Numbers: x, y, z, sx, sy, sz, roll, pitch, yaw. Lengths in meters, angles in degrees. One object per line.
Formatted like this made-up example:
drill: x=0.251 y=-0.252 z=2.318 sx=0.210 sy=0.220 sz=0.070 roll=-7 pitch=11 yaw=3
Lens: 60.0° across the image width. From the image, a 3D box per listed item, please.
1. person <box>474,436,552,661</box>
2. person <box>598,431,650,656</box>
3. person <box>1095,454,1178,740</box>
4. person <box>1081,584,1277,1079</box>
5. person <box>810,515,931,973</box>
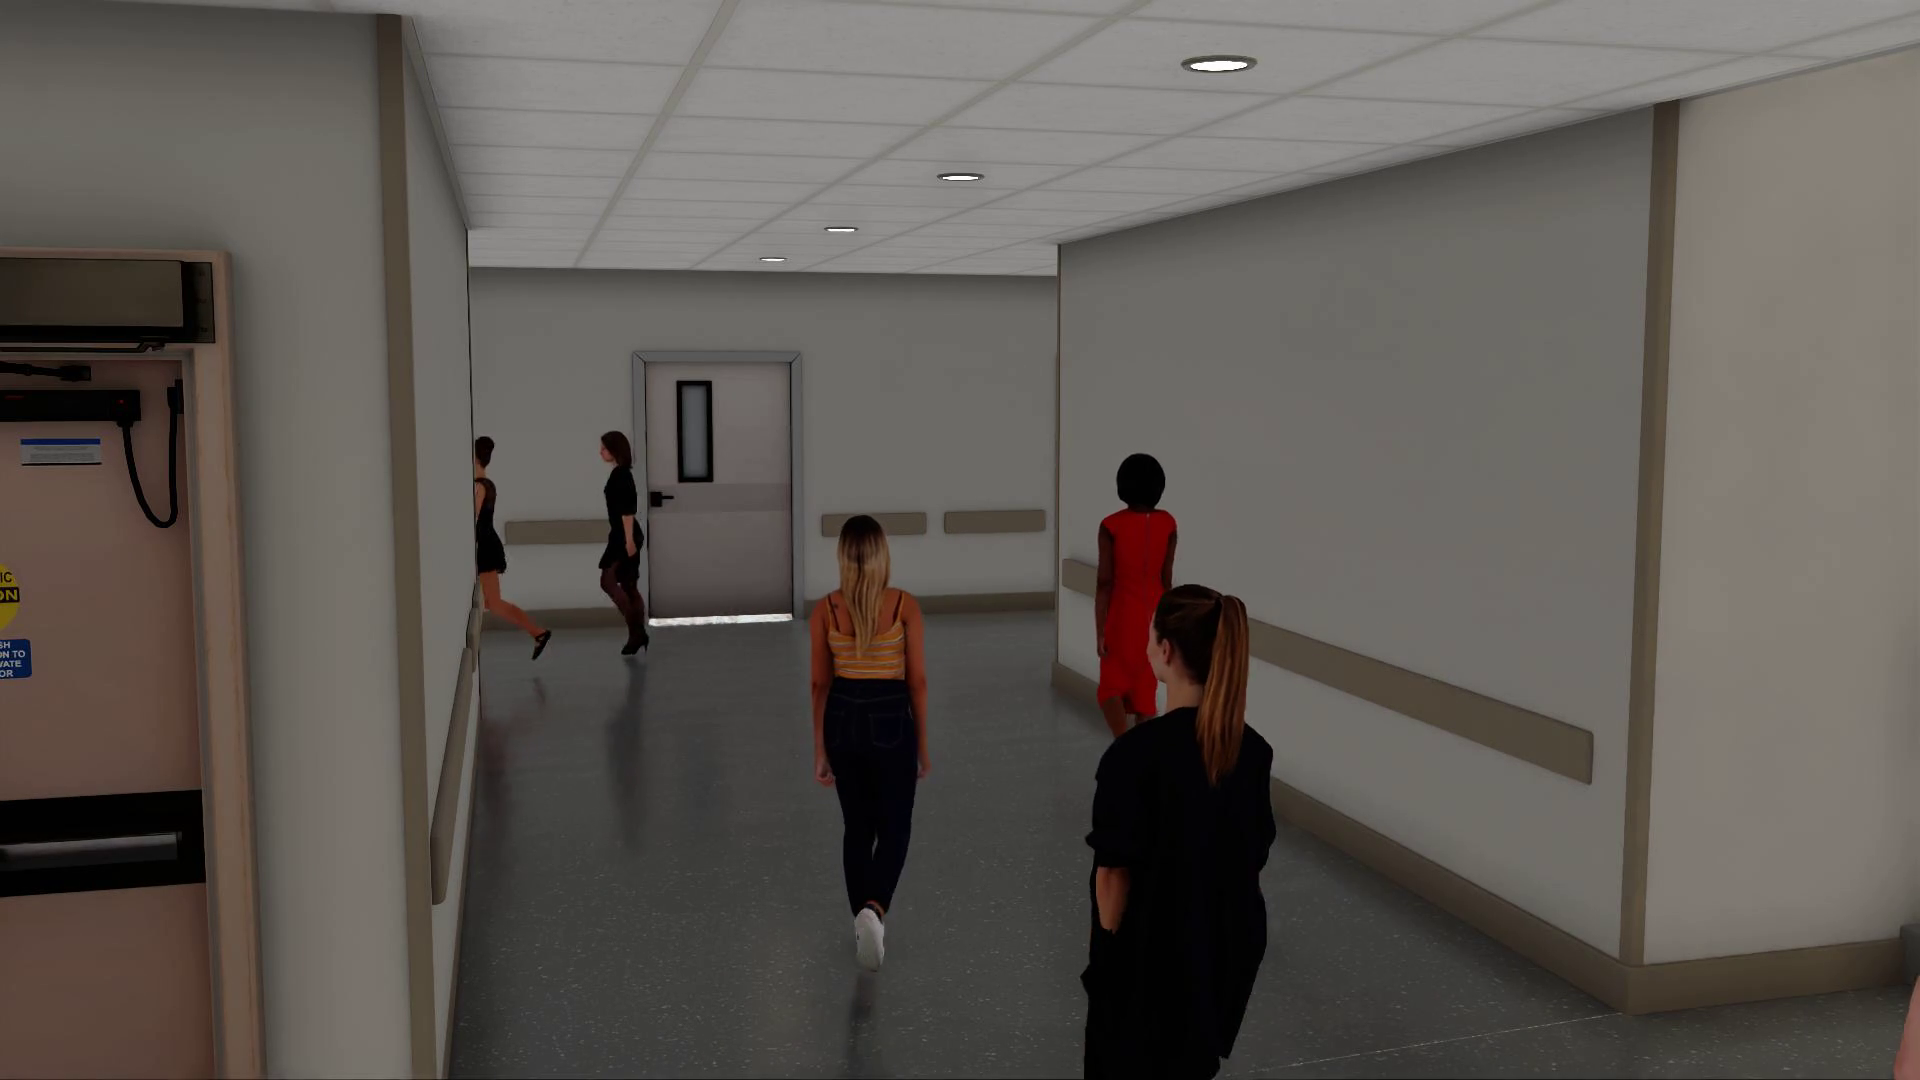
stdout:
person: x=-3.328 y=0.111 z=11.897 sx=1.026 sy=1.653 sz=0.643 roll=-1 pitch=6 yaw=-9
person: x=-2.431 y=0.030 z=12.527 sx=0.604 sy=1.688 sz=0.629 roll=-1 pitch=6 yaw=-11
person: x=0.882 y=0.461 z=8.016 sx=0.629 sy=1.734 sz=0.630 roll=-2 pitch=6 yaw=-15
person: x=0.521 y=0.944 z=3.559 sx=0.992 sy=1.666 sz=0.827 roll=-3 pitch=6 yaw=-27
person: x=-0.318 y=0.738 z=5.879 sx=0.985 sy=1.611 sz=0.858 roll=0 pitch=6 yaw=5
